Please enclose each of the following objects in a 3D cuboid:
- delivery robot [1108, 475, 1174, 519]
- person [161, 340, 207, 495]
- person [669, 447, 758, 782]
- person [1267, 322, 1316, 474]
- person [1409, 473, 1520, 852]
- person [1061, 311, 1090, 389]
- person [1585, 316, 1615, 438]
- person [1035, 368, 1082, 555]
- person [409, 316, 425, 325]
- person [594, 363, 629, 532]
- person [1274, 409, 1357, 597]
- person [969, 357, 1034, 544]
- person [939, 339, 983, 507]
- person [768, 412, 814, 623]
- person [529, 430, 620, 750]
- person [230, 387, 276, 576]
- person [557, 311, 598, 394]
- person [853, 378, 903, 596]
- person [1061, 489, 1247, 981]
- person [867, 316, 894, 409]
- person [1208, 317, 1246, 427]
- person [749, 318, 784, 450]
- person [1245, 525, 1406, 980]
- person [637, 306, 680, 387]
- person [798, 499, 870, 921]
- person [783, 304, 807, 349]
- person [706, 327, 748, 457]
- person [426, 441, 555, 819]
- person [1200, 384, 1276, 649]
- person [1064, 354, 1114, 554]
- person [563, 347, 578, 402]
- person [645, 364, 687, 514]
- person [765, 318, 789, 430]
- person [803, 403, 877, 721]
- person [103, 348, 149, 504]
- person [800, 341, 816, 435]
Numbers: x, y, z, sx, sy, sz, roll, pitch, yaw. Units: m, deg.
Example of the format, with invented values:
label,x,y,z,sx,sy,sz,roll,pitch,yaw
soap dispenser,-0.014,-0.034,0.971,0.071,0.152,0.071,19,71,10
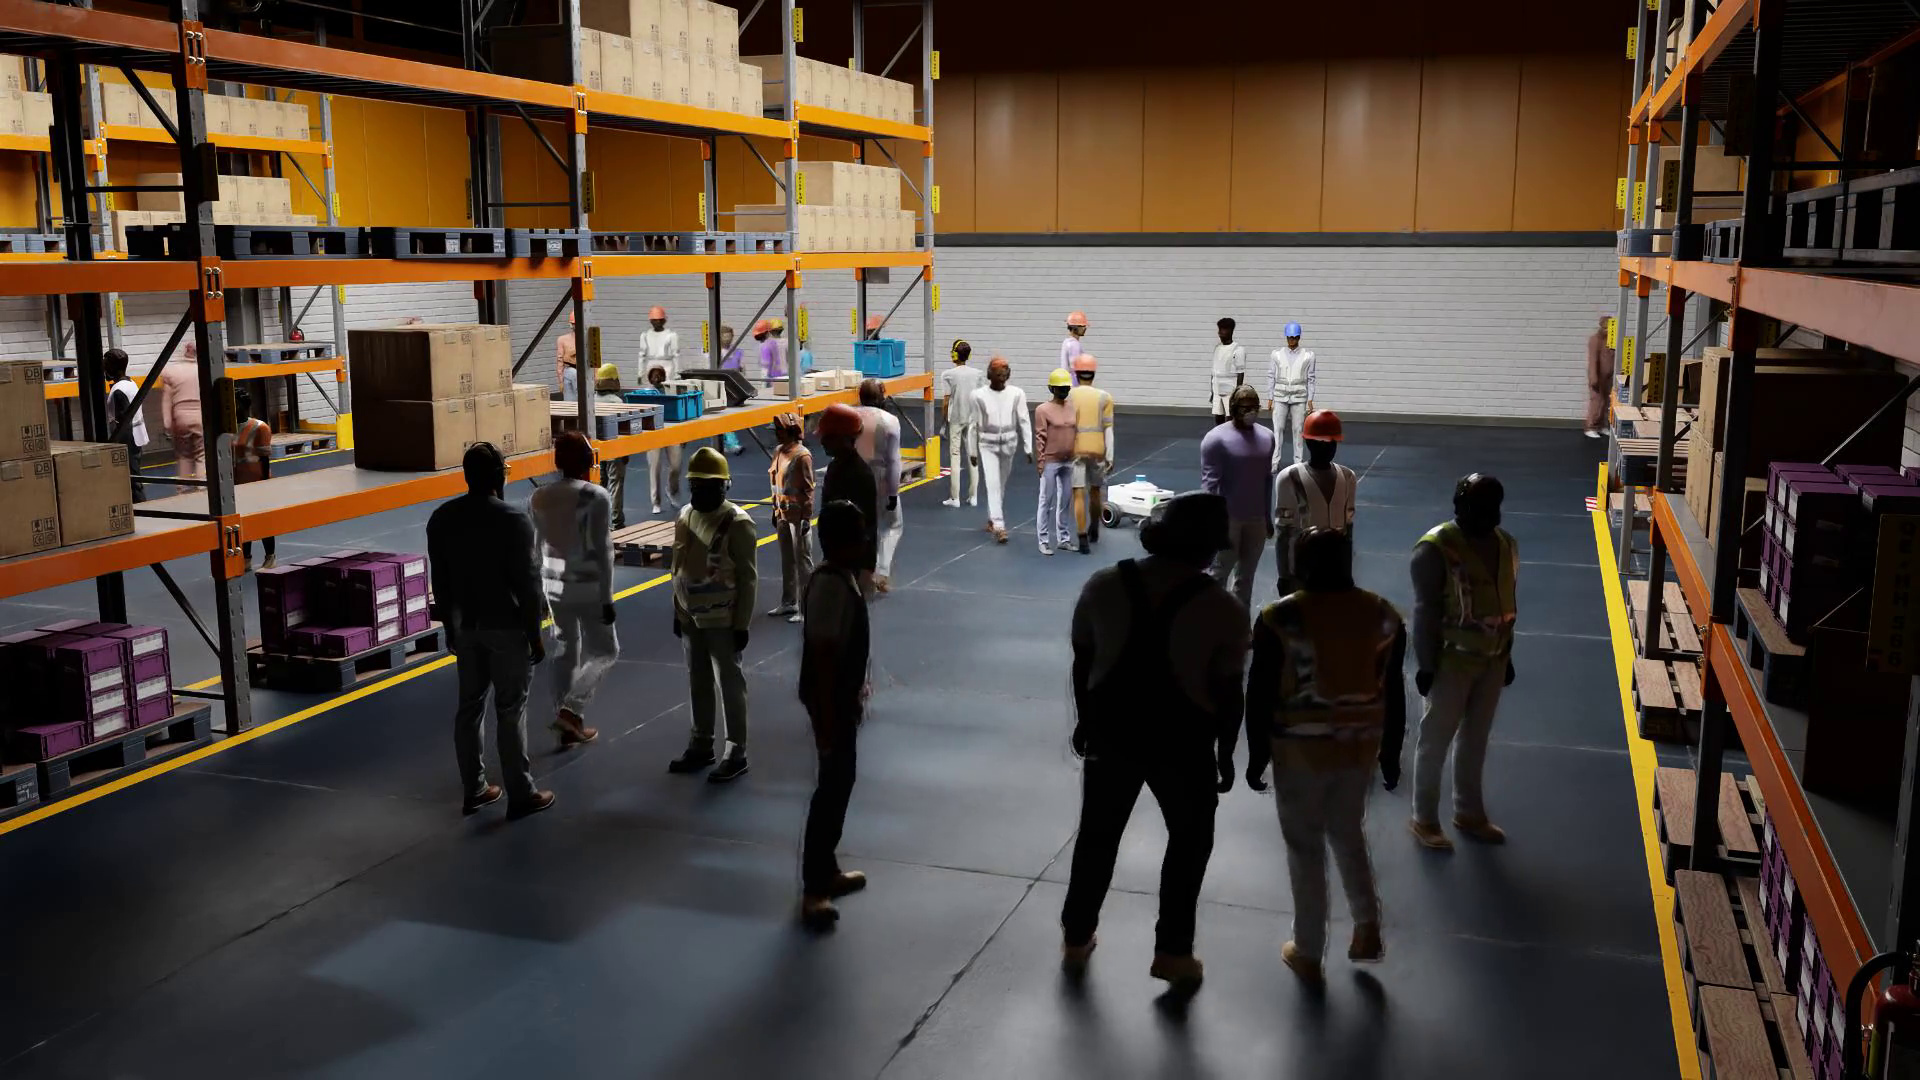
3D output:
label,x,y,z,sx,sy,sz,roll,pitch,yaw
delivery robot,1.863,-0.427,17.143,0.477,0.478,0.707,-9,13,-40
person,-8.509,-1.282,18.533,0.663,1.867,0.594,-3,10,-16
person,-1.377,0.402,9.126,0.600,1.836,0.404,8,13,39
person,4.228,-1.809,21.268,0.603,1.949,0.389,3,10,15
person,2.468,0.584,8.100,0.633,1.840,0.429,-5,11,-28
person,1.536,-2.038,22.289,0.396,2.044,0.609,-1,10,-7
person,9.708,-2.461,25.168,0.668,1.867,0.500,-6,12,-29
person,0.940,-0.743,15.780,0.532,1.768,0.311,-7,12,-34
person,-7.979,-2.370,24.598,0.664,1.886,0.502,-9,13,-41
person,-3.518,-0.903,16.742,0.485,1.745,0.289,6,12,32
person,2.184,0.164,10.188,0.544,1.939,0.354,-4,11,-19
person,0.391,-0.906,16.544,0.622,1.839,1.033,-2,10,-11
person,0.009,-1.302,18.623,0.516,1.877,0.327,-5,11,-24
person,-1.309,-0.180,12.964,0.311,1.638,0.522,-7,12,-35
person,-2.238,0.304,9.581,0.602,1.866,0.476,5,11,27
person,-6.321,-0.518,14.731,0.530,1.689,0.322,2,10,11
person,-5.469,-2.293,23.861,0.610,1.996,0.378,-5,11,-26
person,-0.734,-0.430,13.836,0.625,1.830,0.440,5,11,25
person,0.779,0.746,6.621,0.740,2.000,0.541,4,11,22
person,-1.280,-2.301,24.217,0.568,1.880,0.996,8,13,39
person,3.564,-2.007,22.333,0.367,1.966,0.605,-6,12,-32
person,-2.736,-2.223,23.754,0.525,1.890,0.569,0,10,-1
person,1.454,0.854,6.652,0.638,1.822,0.441,-3,10,-15
person,-4.601,-2.593,25.567,0.623,2.004,1.041,2,10,13
person,-0.555,0.743,7.328,0.320,1.812,0.684,0,10,0
person,-2.746,-3.038,28.091,0.498,1.978,0.633,-2,10,-12
person,-3.208,-2.062,23.126,0.565,1.789,0.970,-9,13,-41
person,-2.398,0.461,8.512,0.627,1.941,0.371,4,11,20
person,2.002,-0.153,11.969,0.635,1.937,0.352,-6,12,-29
person,1.199,-0.843,16.074,0.554,1.880,0.959,0,10,-2
person,-4.926,-1.654,21.279,0.264,1.632,0.507,-6,12,-30
person,-3.271,-1.109,18.216,0.557,1.630,0.382,-3,10,-15
person,-2.894,-2.627,26.380,0.525,1.772,0.309,-7,12,-35
person,-0.707,0.151,10.118,0.422,1.981,0.651,-4,11,-23
person,-8.182,-0.919,16.340,0.382,1.918,0.597,-4,11,-22
person,-2.373,-2.335,24.992,0.452,1.665,0.569,-8,13,-38
